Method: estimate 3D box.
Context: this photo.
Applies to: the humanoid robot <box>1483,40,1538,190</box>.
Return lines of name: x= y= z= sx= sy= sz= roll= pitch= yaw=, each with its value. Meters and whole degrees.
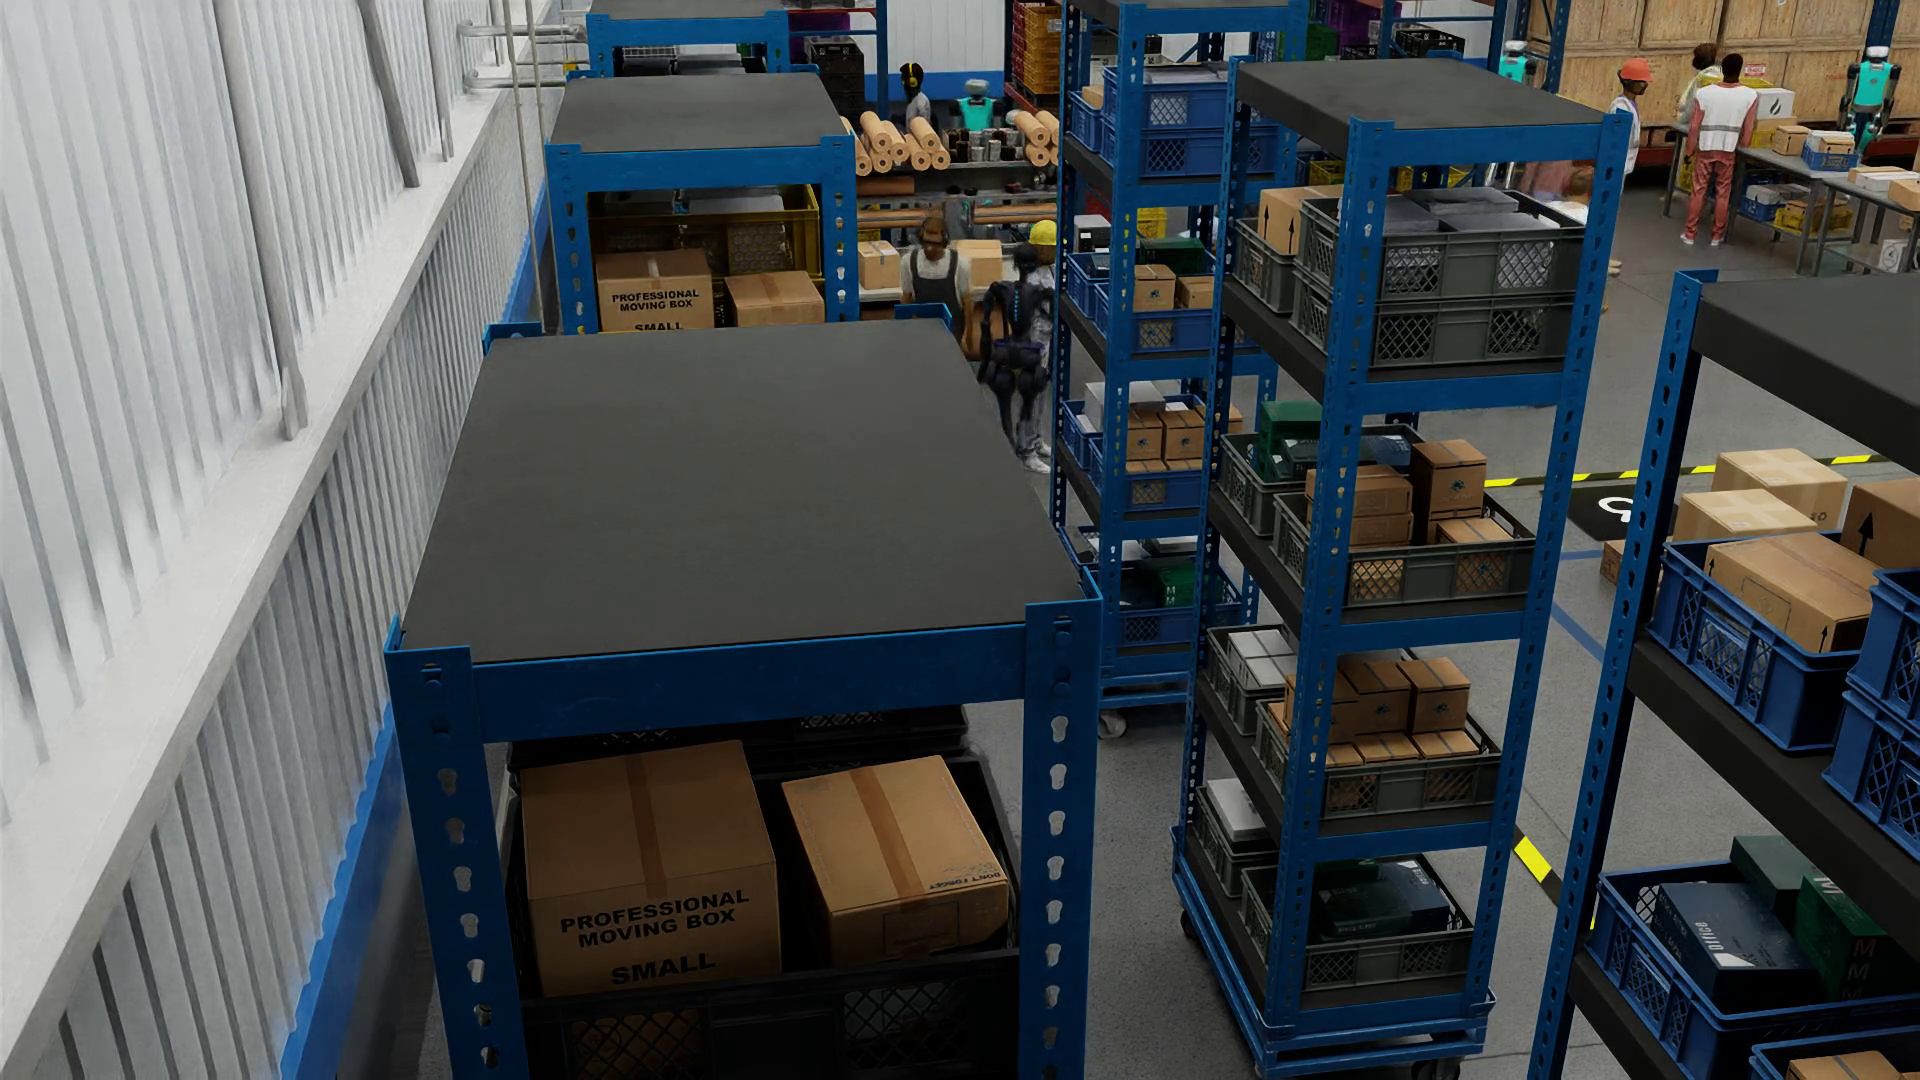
humanoid robot: x=6.278 y=-4.864 z=18.953 sx=0.533 sy=1.677 sz=0.735 roll=14 pitch=28 yaw=27

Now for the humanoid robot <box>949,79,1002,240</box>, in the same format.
humanoid robot: x=0.159 y=-3.533 z=16.238 sx=0.549 sy=1.789 sz=0.792 roll=0 pitch=25 yaw=0

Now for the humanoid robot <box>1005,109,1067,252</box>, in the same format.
humanoid robot: x=0.797 y=-2.964 z=14.984 sx=0.835 sy=1.778 sz=0.624 roll=8 pitch=26 yaw=16

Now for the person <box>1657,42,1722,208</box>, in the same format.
person: x=8.125 y=-4.556 z=18.347 sx=0.565 sy=1.812 sz=0.636 roll=8 pitch=26 yaw=17

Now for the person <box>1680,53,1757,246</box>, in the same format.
person: x=7.706 y=-3.960 z=16.937 sx=0.589 sy=1.916 sz=0.390 roll=9 pitch=26 yaw=18

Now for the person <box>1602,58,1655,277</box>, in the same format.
person: x=6.321 y=-3.566 z=15.929 sx=0.370 sy=2.042 sz=0.613 roll=11 pitch=27 yaw=22

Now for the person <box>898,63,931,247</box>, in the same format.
person: x=-0.453 y=-3.866 z=16.795 sx=0.327 sy=1.865 sz=0.516 roll=-5 pitch=25 yaw=-11

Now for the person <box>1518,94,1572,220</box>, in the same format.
person: x=5.511 y=-3.313 z=15.724 sx=0.607 sy=1.747 sz=0.352 roll=-17 pitch=30 yaw=-32

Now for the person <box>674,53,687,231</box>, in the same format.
person: x=-2.859 y=-4.117 z=17.332 sx=0.514 sy=1.872 sz=0.335 roll=10 pitch=26 yaw=20

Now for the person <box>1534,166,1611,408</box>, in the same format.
person: x=4.637 y=-1.907 z=12.582 sx=0.627 sy=1.819 sz=0.599 roll=-15 pitch=29 yaw=-30

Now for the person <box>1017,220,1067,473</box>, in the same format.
person: x=0.572 y=-1.338 z=11.440 sx=0.294 sy=1.744 sz=0.484 roll=7 pitch=26 yaw=16

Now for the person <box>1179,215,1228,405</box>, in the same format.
person: x=1.630 y=-1.270 z=11.164 sx=0.400 sy=1.852 sz=0.589 roll=-4 pitch=25 yaw=-9

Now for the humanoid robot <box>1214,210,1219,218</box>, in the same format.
humanoid robot: x=2.668 y=-3.959 z=17.262 sx=0.609 sy=1.647 sz=0.660 roll=1 pitch=25 yaw=1

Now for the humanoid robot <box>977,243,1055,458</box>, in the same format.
humanoid robot: x=0.389 y=-1.186 z=11.253 sx=0.591 sy=1.623 sz=0.694 roll=6 pitch=25 yaw=13

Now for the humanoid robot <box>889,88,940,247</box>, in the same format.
humanoid robot: x=-0.456 y=-3.814 z=16.907 sx=0.598 sy=1.651 sz=0.326 roll=-7 pitch=26 yaw=-14

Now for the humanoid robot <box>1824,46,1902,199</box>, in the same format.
humanoid robot: x=10.085 y=-4.615 z=18.694 sx=0.538 sy=1.893 sz=0.731 roll=7 pitch=26 yaw=15

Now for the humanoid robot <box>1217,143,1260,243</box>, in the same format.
humanoid robot: x=2.565 y=-2.891 z=14.932 sx=0.603 sy=1.634 sz=0.737 roll=1 pitch=25 yaw=1

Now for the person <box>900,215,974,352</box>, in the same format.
person: x=-0.161 y=-1.495 z=11.788 sx=0.536 sy=1.752 sz=1.130 roll=6 pitch=25 yaw=13
